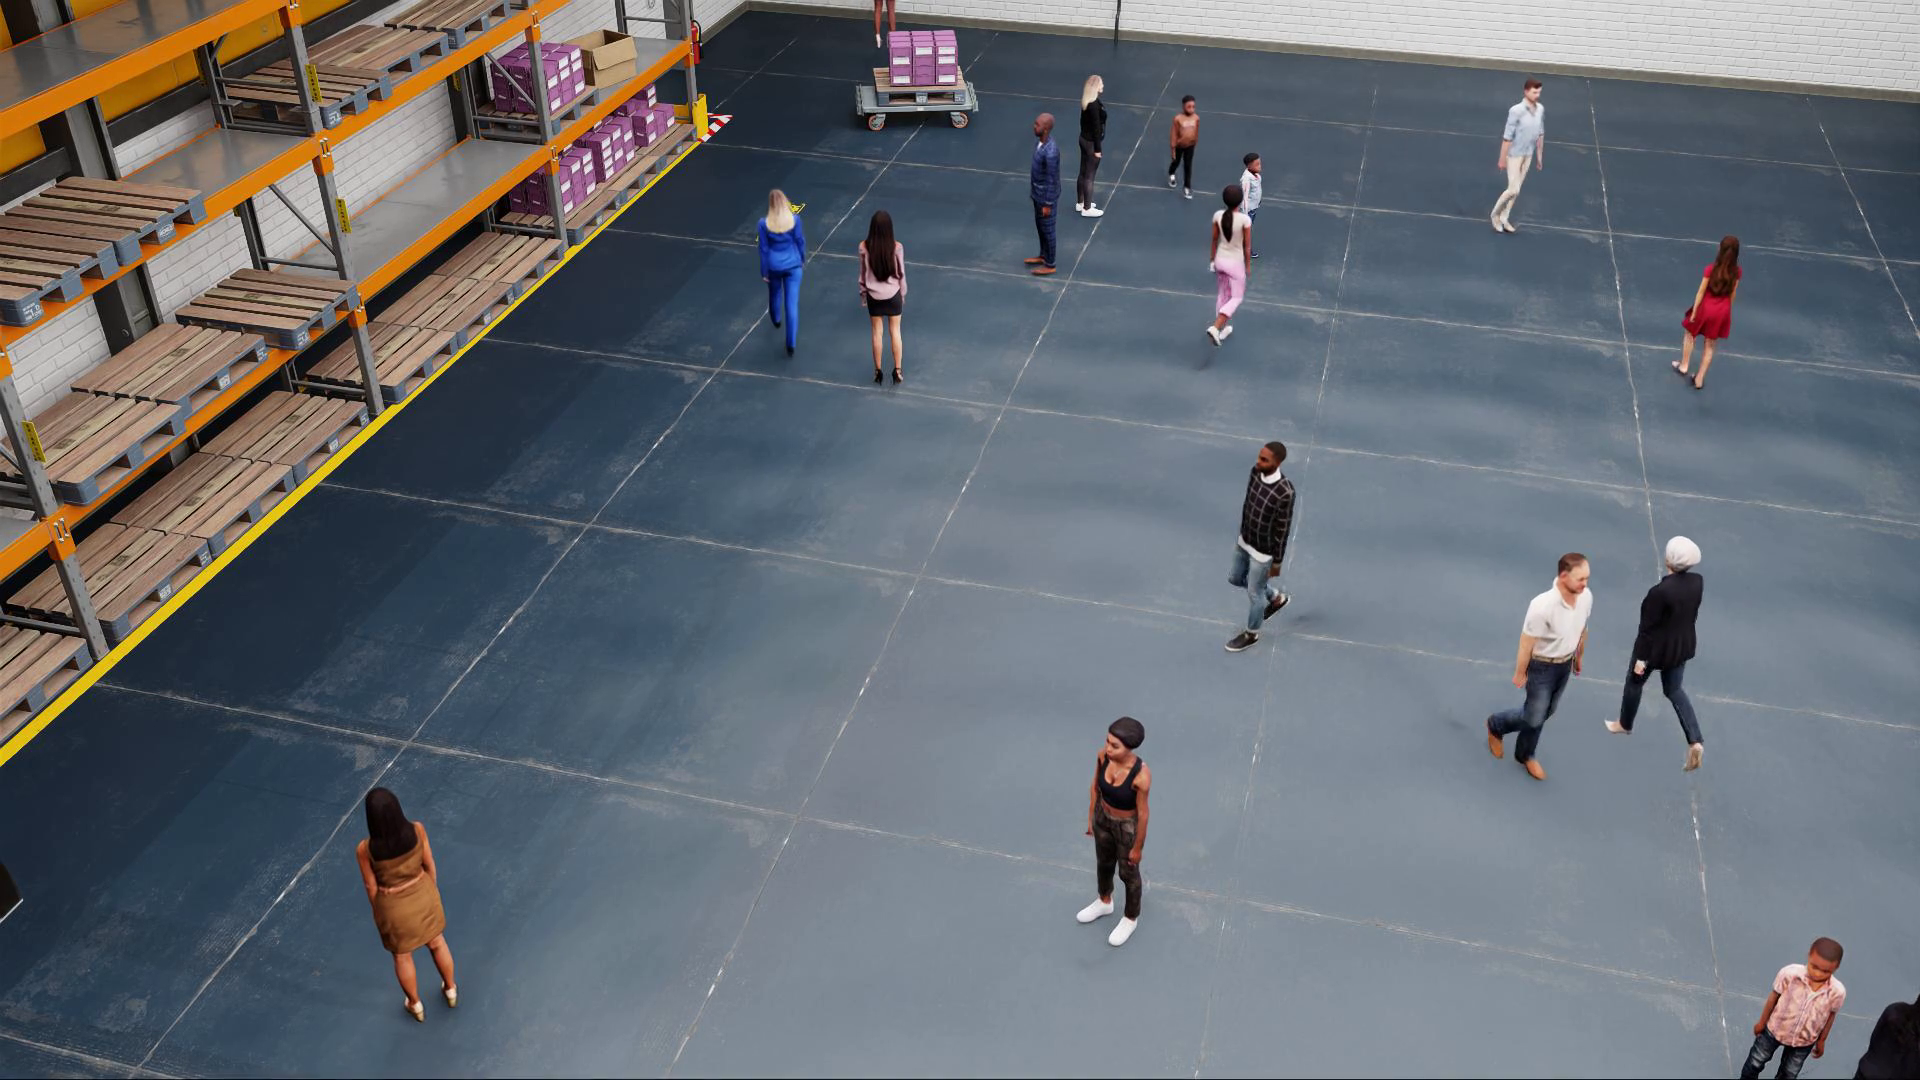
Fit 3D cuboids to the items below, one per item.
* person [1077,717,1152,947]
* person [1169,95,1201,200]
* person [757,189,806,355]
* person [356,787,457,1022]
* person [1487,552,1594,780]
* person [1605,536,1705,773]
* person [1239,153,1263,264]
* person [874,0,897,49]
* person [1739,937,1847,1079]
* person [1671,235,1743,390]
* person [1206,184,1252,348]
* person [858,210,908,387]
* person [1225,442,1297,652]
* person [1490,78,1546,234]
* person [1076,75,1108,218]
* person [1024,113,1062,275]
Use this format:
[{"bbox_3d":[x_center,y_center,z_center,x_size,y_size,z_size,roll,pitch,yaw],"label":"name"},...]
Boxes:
[{"bbox_3d":[0.976,1.749,10.125,0.678,1.699,0.659,-27,42,-34],"label":"person"},{"bbox_3d":[2.738,-4.886,20.526,0.743,1.236,0.941,-5,34,-7],"label":"person"},{"bbox_3d":[-1.772,-2.682,16.831,0.889,1.655,1.205,-3,34,-5],"label":"person"},{"bbox_3d":[-3.192,2.108,9.596,0.621,1.686,0.699,-23,40,-31],"label":"person"},{"bbox_3d":[3.963,0.797,11.432,0.871,1.839,0.932,-16,37,-22],"label":"person"},{"bbox_3d":[4.846,0.800,11.202,1.094,1.769,1.161,-10,35,-15],"label":"person"},{"bbox_3d":[3.266,-3.785,18.846,0.591,1.261,0.493,18,37,24],"label":"person"},{"bbox_3d":[-1.156,-8.409,25.329,0.572,1.787,0.569,10,35,15],"label":"person"},{"bbox_3d":[4.569,2.657,9.113,0.540,1.307,0.530,16,37,22],"label":"person"},{"bbox_3d":[7.347,-2.197,16.210,0.623,1.536,0.768,2,34,4],"label":"person"},{"bbox_3d":[2.707,-2.746,16.865,0.792,1.725,1.003,22,39,29],"label":"person"},{"bbox_3d":[-0.739,-2.345,16.183,0.654,1.811,0.591,2,34,2],"label":"person"},{"bbox_3d":[2.364,0.018,12.629,0.995,1.811,0.947,-14,36,-20],"label":"person"},{"bbox_3d":[6.472,-4.522,19.436,0.776,1.836,0.832,-17,37,-24],"label":"person"},{"bbox_3d":[1.550,-4.715,19.863,0.754,1.685,0.638,-8,35,-12],"label":"person"},{"bbox_3d":[0.945,-3.851,18.443,0.811,1.818,0.690,-7,34,-11],"label":"person"}]
